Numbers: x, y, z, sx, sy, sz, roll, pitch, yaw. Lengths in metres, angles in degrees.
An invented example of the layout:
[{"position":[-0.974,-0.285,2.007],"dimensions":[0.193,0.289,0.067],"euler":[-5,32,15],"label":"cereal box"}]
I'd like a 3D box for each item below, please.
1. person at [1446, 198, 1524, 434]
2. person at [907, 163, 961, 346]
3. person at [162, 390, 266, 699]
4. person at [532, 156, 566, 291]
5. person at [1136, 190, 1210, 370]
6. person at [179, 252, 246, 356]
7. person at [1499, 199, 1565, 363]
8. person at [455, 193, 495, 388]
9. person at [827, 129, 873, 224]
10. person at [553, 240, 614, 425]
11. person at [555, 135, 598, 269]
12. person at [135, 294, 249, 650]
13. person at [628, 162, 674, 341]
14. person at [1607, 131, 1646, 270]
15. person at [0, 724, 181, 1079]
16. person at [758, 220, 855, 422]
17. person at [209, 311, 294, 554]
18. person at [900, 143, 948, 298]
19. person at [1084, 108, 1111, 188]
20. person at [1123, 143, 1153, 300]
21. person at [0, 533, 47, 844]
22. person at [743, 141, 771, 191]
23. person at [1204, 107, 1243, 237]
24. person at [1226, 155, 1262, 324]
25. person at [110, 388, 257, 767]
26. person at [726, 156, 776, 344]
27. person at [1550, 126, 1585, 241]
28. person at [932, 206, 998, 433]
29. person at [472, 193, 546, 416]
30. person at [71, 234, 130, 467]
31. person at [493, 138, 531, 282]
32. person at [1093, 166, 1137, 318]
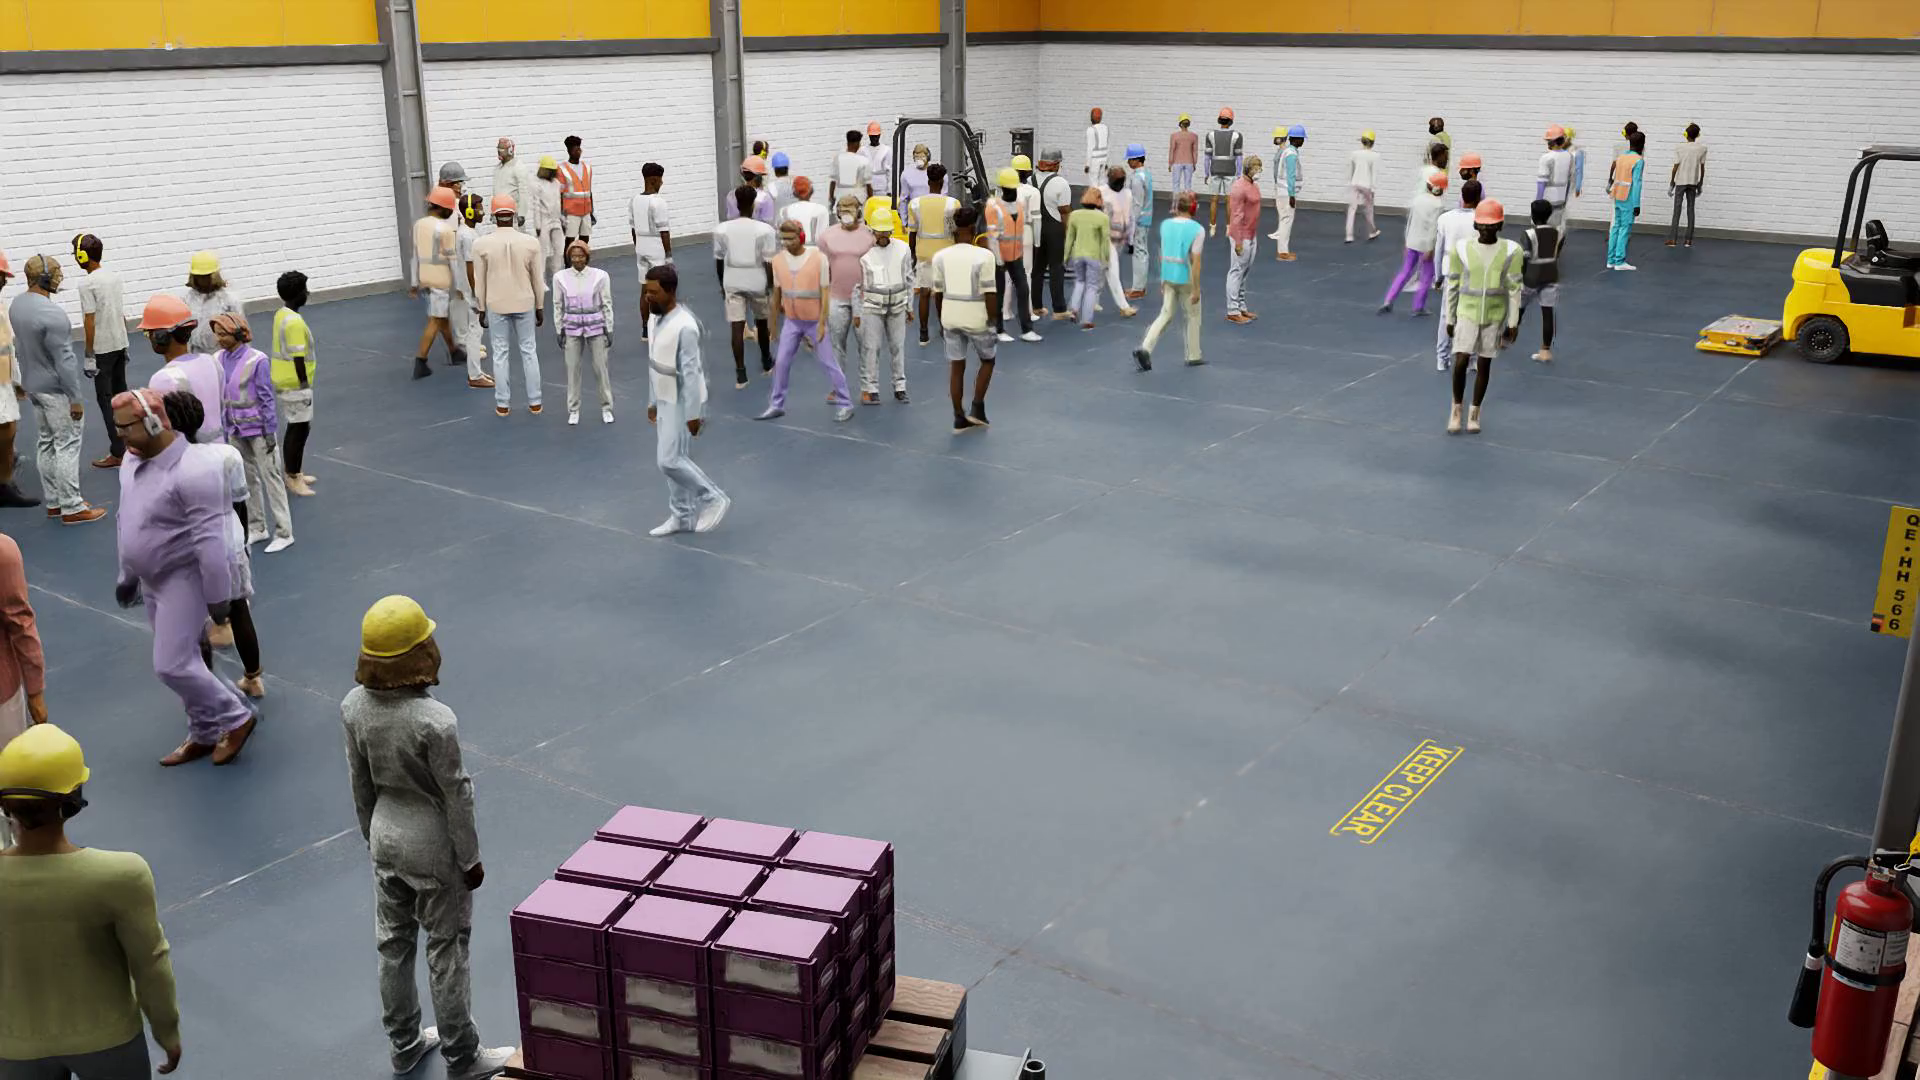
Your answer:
[{"position":[4.443,-1.880,14.156],"dimensions":[0.610,2.025,0.630],"euler":[4,18,14],"label":"person"},{"position":[-0.261,-3.083,18.019],"dimensions":[0.609,1.965,0.364],"euler":[3,18,9],"label":"person"},{"position":[-3.937,0.058,8.651],"dimensions":[0.539,1.693,0.319],"euler":[-16,24,-41],"label":"person"},{"position":[-5.313,-4.109,21.632],"dimensions":[0.523,1.721,0.515],"euler":[10,20,29],"label":"person"},{"position":[2.192,-2.618,16.825],"dimensions":[0.880,1.815,0.572],"euler":[-15,23,-38],"label":"person"},{"position":[-5.905,-1.412,13.176],"dimensions":[0.503,1.715,0.676],"euler":[-1,18,-3],"label":"person"},{"position":[5.968,-2.734,17.399],"dimensions":[0.544,1.654,0.879],"euler":[-5,18,-14],"label":"person"},{"position":[-4.682,-2.399,16.064],"dimensions":[0.325,1.858,0.511],"euler":[-5,19,-16],"label":"person"},{"position":[-1.519,-4.781,23.373],"dimensions":[0.659,1.932,0.531],"euler":[3,18,10],"label":"person"},{"position":[-3.297,-1.818,14.611],"dimensions":[0.512,1.629,0.316],"euler":[-2,18,-7],"label":"person"},{"position":[-5.064,-4.350,21.983],"dimensions":[0.361,1.963,0.612],"euler":[14,22,36],"label":"person"},{"position":[-4.356,-0.373,9.420],"dimensions":[0.386,2.041,0.615],"euler":[1,18,3],"label":"person"},{"position":[-3.341,-3.134,18.191],"dimensions":[0.603,1.959,0.375],"euler":[15,23,39],"label":"person"},{"position":[9.361,-4.761,23.366],"dimensions":[0.397,1.911,0.587],"euler":[-2,18,-7],"label":"person"},{"position":[-2.401,1.336,4.537],"dimensions":[0.535,1.759,0.343],"euler":[-3,18,-10],"label":"person"},{"position":[-1.402,-1.933,14.725],"dimensions":[0.763,1.792,0.535],"euler":[8,19,23],"label":"person"},{"position":[-4.790,-0.730,11.205],"dimensions":[0.523,1.631,0.313],"euler":[8,19,23],"label":"person"},{"position":[-0.458,-4.041,21.085],"dimensions":[0.636,1.930,0.376],"euler":[4,18,14],"label":"person"},{"position":[2.420,-6.675,29.392],"dimensions":[0.341,1.884,0.585],"euler":[16,24,41],"label":"person"},{"position":[2.226,-3.999,20.921],"dimensions":[0.397,1.944,0.602],"euler":[5,18,15],"label":"person"},{"position":[-3.898,0.605,6.466],"dimensions":[0.623,1.982,0.413],"euler":[-5,19,-16],"label":"person"},{"position":[-2.762,-4.574,22.935],"dimensions":[0.531,1.810,0.923],"euler":[9,20,26],"label":"person"},{"position":[4.221,-5.894,26.689],"dimensions":[0.610,2.042,0.396],"euler":[5,18,16],"label":"person"},{"position":[3.324,-3.506,19.398],"dimensions":[0.371,1.934,0.627],"euler":[9,20,26],"label":"person"},{"position":[-3.746,0.201,7.895],"dimensions":[0.641,1.880,0.427],"euler":[15,23,38],"label":"person"},{"position":[-2.240,-3.151,18.142],"dimensions":[0.612,2.030,0.410],"euler":[11,21,31],"label":"person"},{"position":[9.349,-5.541,25.971],"dimensions":[0.682,1.800,0.603],"euler":[-9,20,-27],"label":"person"},{"position":[0.074,-1.891,14.323],"dimensions":[0.635,1.943,0.488],"euler":[9,20,25],"label":"person"},{"position":[-4.033,-2.102,14.932],"dimensions":[0.608,1.987,0.402],"euler":[-7,19,-22],"label":"person"},{"position":[-6.824,-1.506,13.278],"dimensions":[0.340,1.855,0.527],"euler":[1,18,4],"label":"person"},{"position":[-6.009,-4.387,22.190],"dimensions":[0.641,1.913,0.408],"euler":[15,23,39],"label":"person"},{"position":[1.777,-3.569,19.857],"dimensions":[0.651,1.796,0.950],"euler":[-15,23,-39],"label":"person"}]
